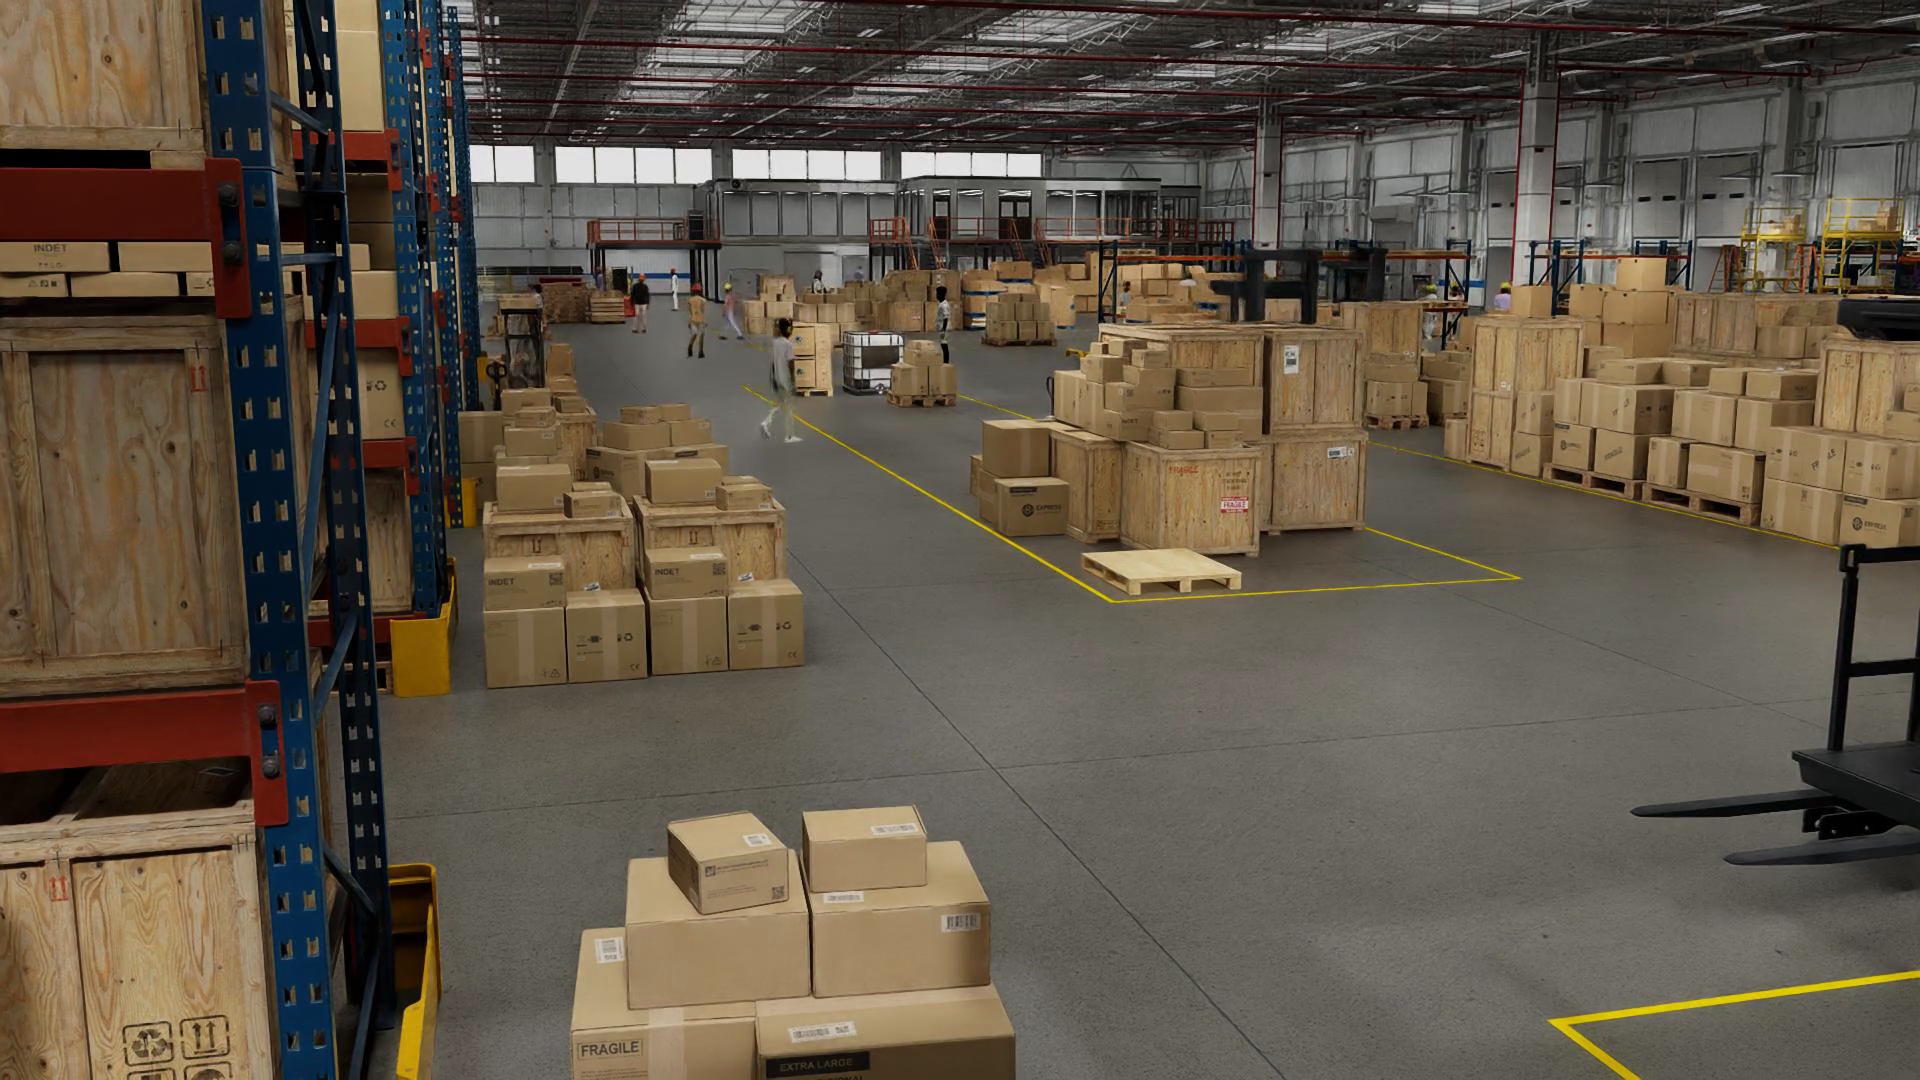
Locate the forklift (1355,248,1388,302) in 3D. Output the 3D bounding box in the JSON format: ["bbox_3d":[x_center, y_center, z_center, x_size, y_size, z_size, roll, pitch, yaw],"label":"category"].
[{"bbox_3d":[9.585,-5.426,38.897,1.873,2.768,1.129,-3,10,-15],"label":"forklift"}]

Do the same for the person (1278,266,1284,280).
[{"bbox_3d":[16.819,-13.591,88.077,0.625,1.844,0.429,-1,10,-6],"label":"person"}]

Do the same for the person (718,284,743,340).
[{"bbox_3d":[-7.069,-7.032,51.266,0.901,1.724,0.538,3,10,16],"label":"person"}]

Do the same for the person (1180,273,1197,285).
[{"bbox_3d":[8.534,-9.027,62.140,0.637,1.890,1.041,2,10,11],"label":"person"}]

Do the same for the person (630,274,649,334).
[{"bbox_3d":[-10.592,-7.809,54.966,0.623,1.969,0.444,-6,12,-30],"label":"person"}]

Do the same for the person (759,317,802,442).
[{"bbox_3d":[-2.609,-2.327,24.292,0.561,1.852,0.508,-9,14,-43],"label":"person"}]

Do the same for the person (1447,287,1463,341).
[{"bbox_3d":[15.015,-6.883,50.615,0.531,1.657,0.856,2,10,13],"label":"person"}]

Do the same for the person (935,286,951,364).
[{"bbox_3d":[-0.393,-4.827,38.090,0.368,1.967,0.600,-1,10,-4],"label":"person"}]

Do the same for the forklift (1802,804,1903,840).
[{"bbox_3d":[5.131,0.112,7.541,1.873,2.768,1.129,-3,10,-15],"label":"forklift"}]

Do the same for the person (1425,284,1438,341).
[{"bbox_3d":[14.316,-6.901,50.543,0.402,1.723,0.483,-6,12,-32],"label":"person"}]

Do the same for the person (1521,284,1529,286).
[{"bbox_3d":[15.428,-6.094,45.630,0.429,1.839,0.634,5,11,26],"label":"person"}]

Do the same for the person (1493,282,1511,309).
[{"bbox_3d":[14.590,-5.989,44.834,0.629,1.902,0.695,-1,10,-6],"label":"person"}]

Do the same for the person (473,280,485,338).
[{"bbox_3d":[-15.099,-7.227,52.083,0.419,1.822,0.612,-3,10,-14],"label":"person"}]

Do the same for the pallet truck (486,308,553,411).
[{"bbox_3d":[-6.242,-2.418,24.362,0.823,1.965,1.885,1,10,3],"label":"pallet truck"}]

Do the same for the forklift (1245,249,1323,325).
[{"bbox_3d":[4.049,-2.263,20.987,1.129,2.768,1.873,-3,10,-16],"label":"forklift"}]

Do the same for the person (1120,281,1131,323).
[{"bbox_3d":[4.846,-6.625,48.561,0.318,1.868,0.523,5,11,28],"label":"person"}]

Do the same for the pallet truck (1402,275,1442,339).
[{"bbox_3d":[14.620,-7.324,52.145,0.823,1.965,1.885,8,13,40],"label":"pallet truck"}]

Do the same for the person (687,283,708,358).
[{"bbox_3d":[-6.770,-5.634,42.771,0.543,1.926,0.585,3,10,15],"label":"person"}]

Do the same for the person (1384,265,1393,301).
[{"bbox_3d":[20.748,-12.371,80.856,0.604,1.951,0.383,7,12,34],"label":"person"}]

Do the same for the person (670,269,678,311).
[{"bbox_3d":[-12.669,-11.076,73.705,0.355,1.887,0.573,-1,10,-4],"label":"person"}]

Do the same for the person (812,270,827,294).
[{"bbox_3d":[-4.916,-8.446,58.374,0.538,2.000,0.683,-4,11,-22],"label":"person"}]

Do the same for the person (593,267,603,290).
[{"bbox_3d":[-15.844,-11.011,73.053,0.514,1.990,0.763,-1,10,-7],"label":"person"}]

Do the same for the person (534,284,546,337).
[{"bbox_3d":[-13.257,-7.241,52.567,0.509,1.680,0.551,-2,10,-12],"label":"person"}]
